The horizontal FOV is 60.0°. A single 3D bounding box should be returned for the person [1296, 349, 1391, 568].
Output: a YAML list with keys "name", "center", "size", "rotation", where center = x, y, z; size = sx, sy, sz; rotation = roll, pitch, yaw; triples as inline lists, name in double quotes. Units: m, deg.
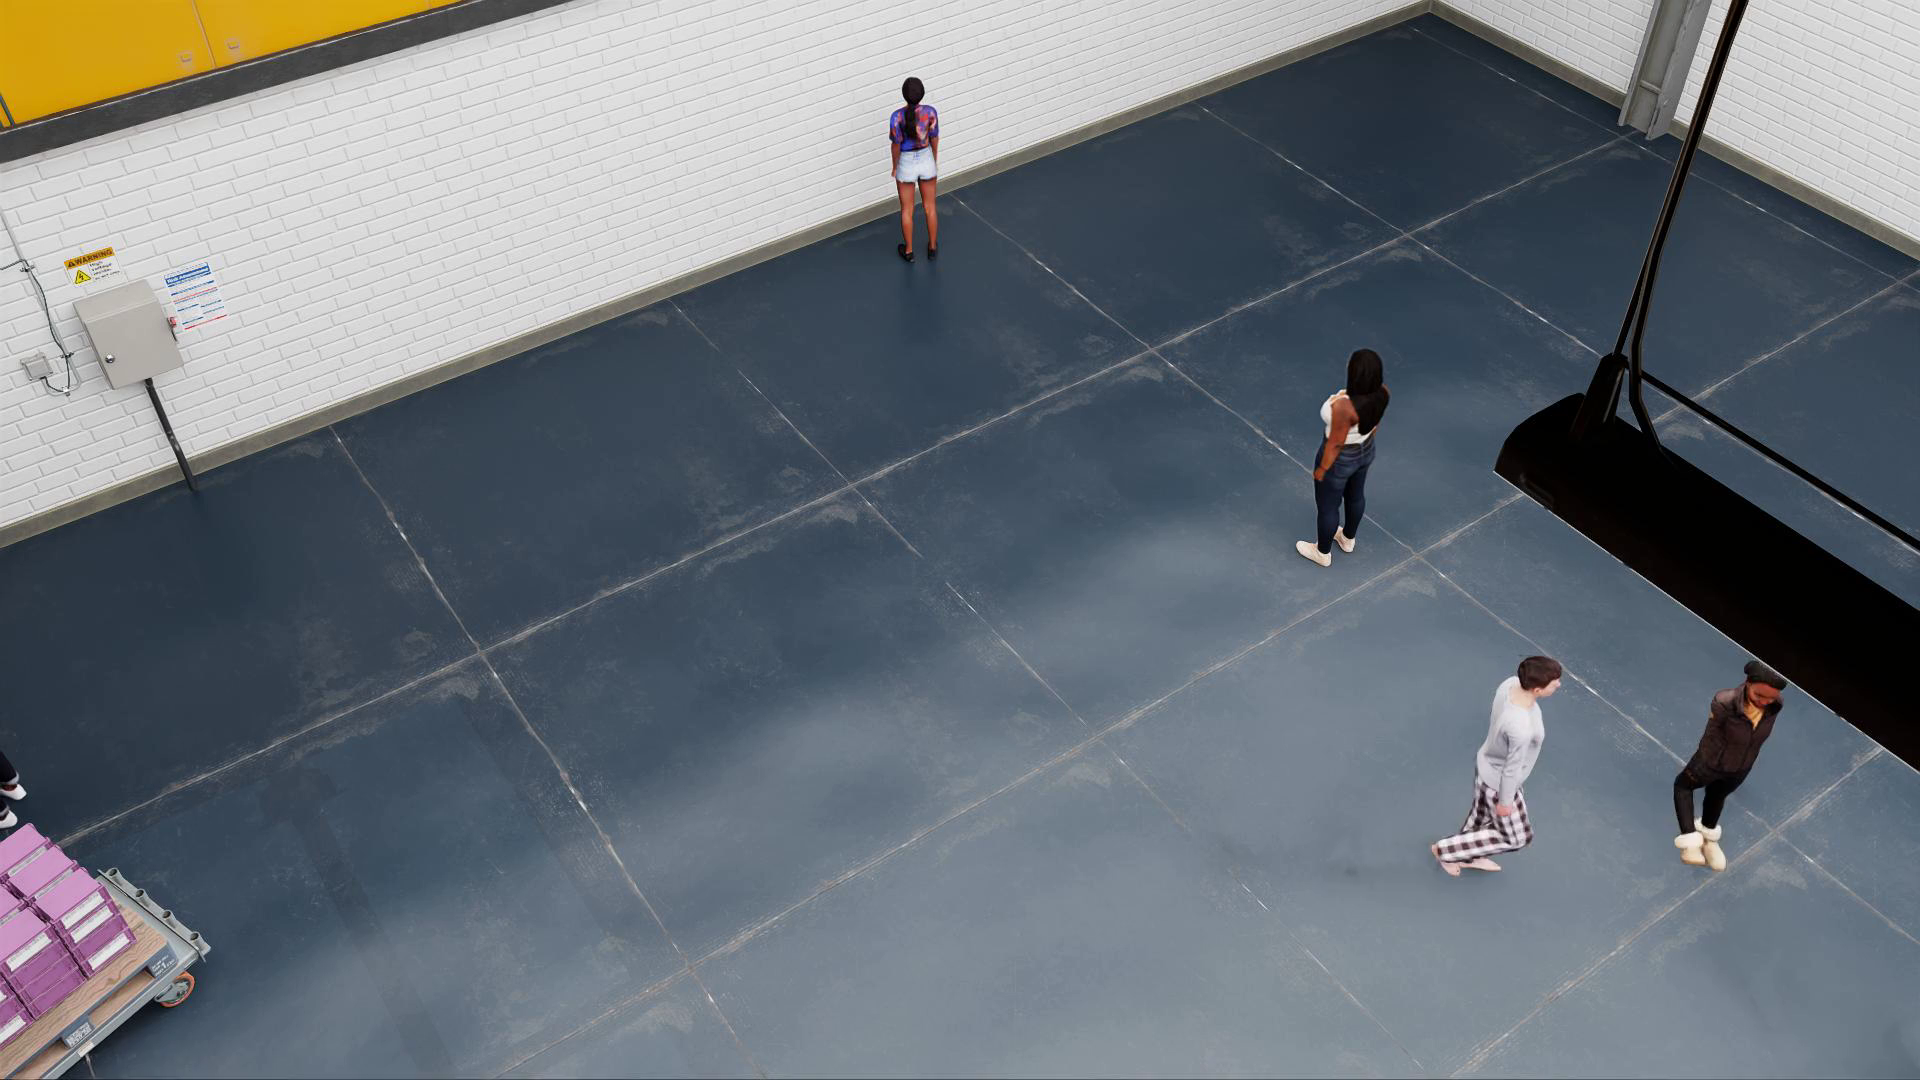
- name: "person"
  center: [2.676, -0.569, 11.464]
  size: [0.622, 1.809, 0.577]
  rotation: [-26, 49, -24]

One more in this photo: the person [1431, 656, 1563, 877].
- name: "person"
  center: [2.999, 1.320, 9.459]
  size: [0.893, 1.839, 0.834]
  rotation: [6, 44, 6]

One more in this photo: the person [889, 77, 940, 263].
- name: "person"
  center: [-0.378, -3.178, 14.252]
  size: [0.657, 1.741, 0.644]
  rotation: [-8, 44, -8]

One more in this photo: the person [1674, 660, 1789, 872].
- name: "person"
  center: [4.436, 1.364, 9.542]
  size: [0.863, 1.661, 0.754]
  rotation: [-24, 48, -23]
